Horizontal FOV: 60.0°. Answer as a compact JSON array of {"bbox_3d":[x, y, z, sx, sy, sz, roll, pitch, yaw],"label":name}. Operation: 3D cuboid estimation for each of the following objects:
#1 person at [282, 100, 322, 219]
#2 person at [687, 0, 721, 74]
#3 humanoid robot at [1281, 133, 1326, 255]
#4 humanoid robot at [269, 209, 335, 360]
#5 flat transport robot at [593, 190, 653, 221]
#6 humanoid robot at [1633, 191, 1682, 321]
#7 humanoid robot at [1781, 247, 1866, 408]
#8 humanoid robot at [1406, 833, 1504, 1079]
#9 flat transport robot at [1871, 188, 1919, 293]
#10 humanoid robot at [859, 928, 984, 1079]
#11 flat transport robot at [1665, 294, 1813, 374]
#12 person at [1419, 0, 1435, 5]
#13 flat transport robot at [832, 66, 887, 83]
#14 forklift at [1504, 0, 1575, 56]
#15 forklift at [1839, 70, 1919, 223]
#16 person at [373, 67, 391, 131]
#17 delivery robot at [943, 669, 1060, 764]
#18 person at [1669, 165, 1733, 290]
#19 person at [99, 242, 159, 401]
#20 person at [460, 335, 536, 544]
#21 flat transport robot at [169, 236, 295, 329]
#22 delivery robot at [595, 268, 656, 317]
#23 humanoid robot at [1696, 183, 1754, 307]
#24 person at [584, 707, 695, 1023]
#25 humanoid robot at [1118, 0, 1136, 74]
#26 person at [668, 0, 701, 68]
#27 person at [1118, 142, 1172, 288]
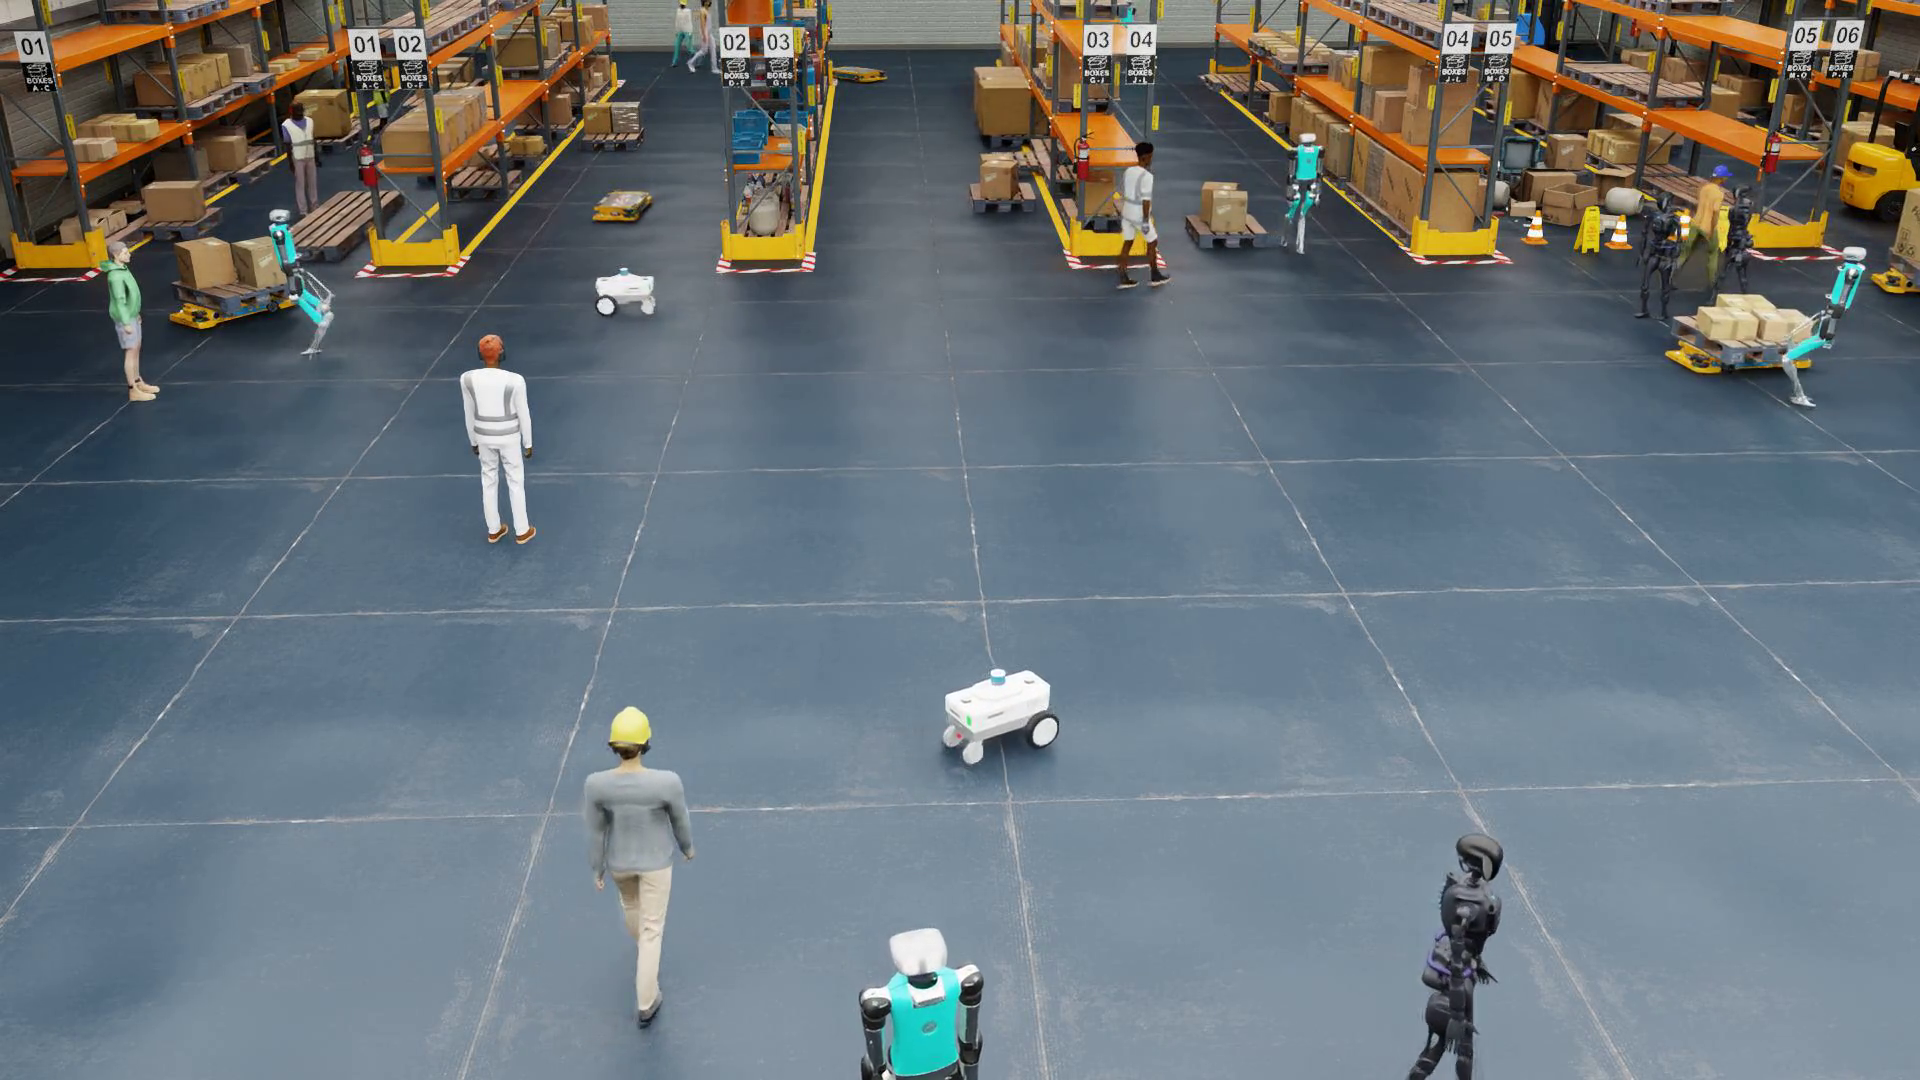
[{"bbox_3d":[-10.199,-5.904,25.825,0.405,1.832,0.579,14,28,29],"label":"person"},{"bbox_3d":[-6.105,-12.046,39.624,0.812,1.831,0.550,6,25,13],"label":"person"},{"bbox_3d":[4.854,-4.959,23.915,0.556,1.876,0.823,-3,24,-7],"label":"humanoid robot"},{"bbox_3d":[-7.558,-2.944,19.333,0.669,1.830,0.544,-7,25,-15],"label":"humanoid robot"},{"bbox_3d":[-5.345,-5.299,26.380,0.659,0.231,1.431,1,24,1],"label":"flat transport robot"},{"bbox_3d":[8.742,-3.551,20.739,0.472,1.633,0.610,-14,28,-29],"label":"humanoid robot"},{"bbox_3d":[9.116,-2.285,17.751,0.704,1.745,0.534,11,26,23],"label":"humanoid robot"},{"bbox_3d":[2.387,2.120,8.011,0.478,1.660,0.603,12,27,25],"label":"humanoid robot"},{"bbox_3d":[13.052,-3.444,22.211,1.431,0.231,0.659,4,24,9],"label":"flat transport robot"},{"bbox_3d":[-0.225,2.374,7.340,0.539,1.796,0.791,-8,25,-18],"label":"humanoid robot"},{"bbox_3d":[9.026,-2.149,19.301,1.431,0.231,0.659,-4,24,-9],"label":"flat transport robot"},{"bbox_3d":[11.732,-13.063,41.946,0.374,1.795,0.604,-14,28,-28],"label":"person"},{"bbox_3d":[-2.453,-10.921,39.011,1.431,0.231,0.659,19,30,37],"label":"flat transport robot"},{"bbox_3d":[14.700,-13.805,42.301,1.873,2.768,1.129,-1,24,-2],"label":"forklift"},{"bbox_3d":[15.132,-6.143,25.915,2.313,2.155,1.214,-1,24,-2],"label":"forklift"},{"bbox_3d":[-10.820,-8.211,31.171,0.319,1.697,0.535,-10,26,-21],"label":"person"},{"bbox_3d":[0.285,1.181,11.490,0.803,0.614,0.499,-14,28,-29],"label":"delivery robot"},{"bbox_3d":[9.834,-4.128,22.033,0.899,1.673,0.463,-11,26,-23],"label":"person"},{"bbox_3d":[-9.006,-2.373,18.004,0.321,1.735,0.477,-6,25,-13],"label":"person"},{"bbox_3d":[-3.993,-0.865,14.446,0.565,1.878,0.353,1,24,2],"label":"person"},{"bbox_3d":[-9.226,-2.982,21.173,0.659,0.231,1.431,16,29,32],"label":"flat transport robot"},{"bbox_3d":[-4.290,-3.164,21.247,0.812,0.609,0.499,-2,24,-4],"label":"delivery robot"},{"bbox_3d":[9.871,-3.710,21.107,0.710,1.638,0.599,3,24,6],"label":"humanoid robot"},{"bbox_3d":[-1.692,1.663,8.936,0.523,1.729,0.865,2,24,5],"label":"person"},{"bbox_3d":[4.090,-11.785,39.241,0.531,1.776,1.029,-15,28,-29],"label":"humanoid robot"},{"bbox_3d":[-6.747,-12.380,40.509,0.636,1.711,0.579,-22,32,-40],"label":"person"},{"bbox_3d":[2.490,-4.333,22.156,0.870,1.932,0.636,-13,27,-27],"label":"person"}]
